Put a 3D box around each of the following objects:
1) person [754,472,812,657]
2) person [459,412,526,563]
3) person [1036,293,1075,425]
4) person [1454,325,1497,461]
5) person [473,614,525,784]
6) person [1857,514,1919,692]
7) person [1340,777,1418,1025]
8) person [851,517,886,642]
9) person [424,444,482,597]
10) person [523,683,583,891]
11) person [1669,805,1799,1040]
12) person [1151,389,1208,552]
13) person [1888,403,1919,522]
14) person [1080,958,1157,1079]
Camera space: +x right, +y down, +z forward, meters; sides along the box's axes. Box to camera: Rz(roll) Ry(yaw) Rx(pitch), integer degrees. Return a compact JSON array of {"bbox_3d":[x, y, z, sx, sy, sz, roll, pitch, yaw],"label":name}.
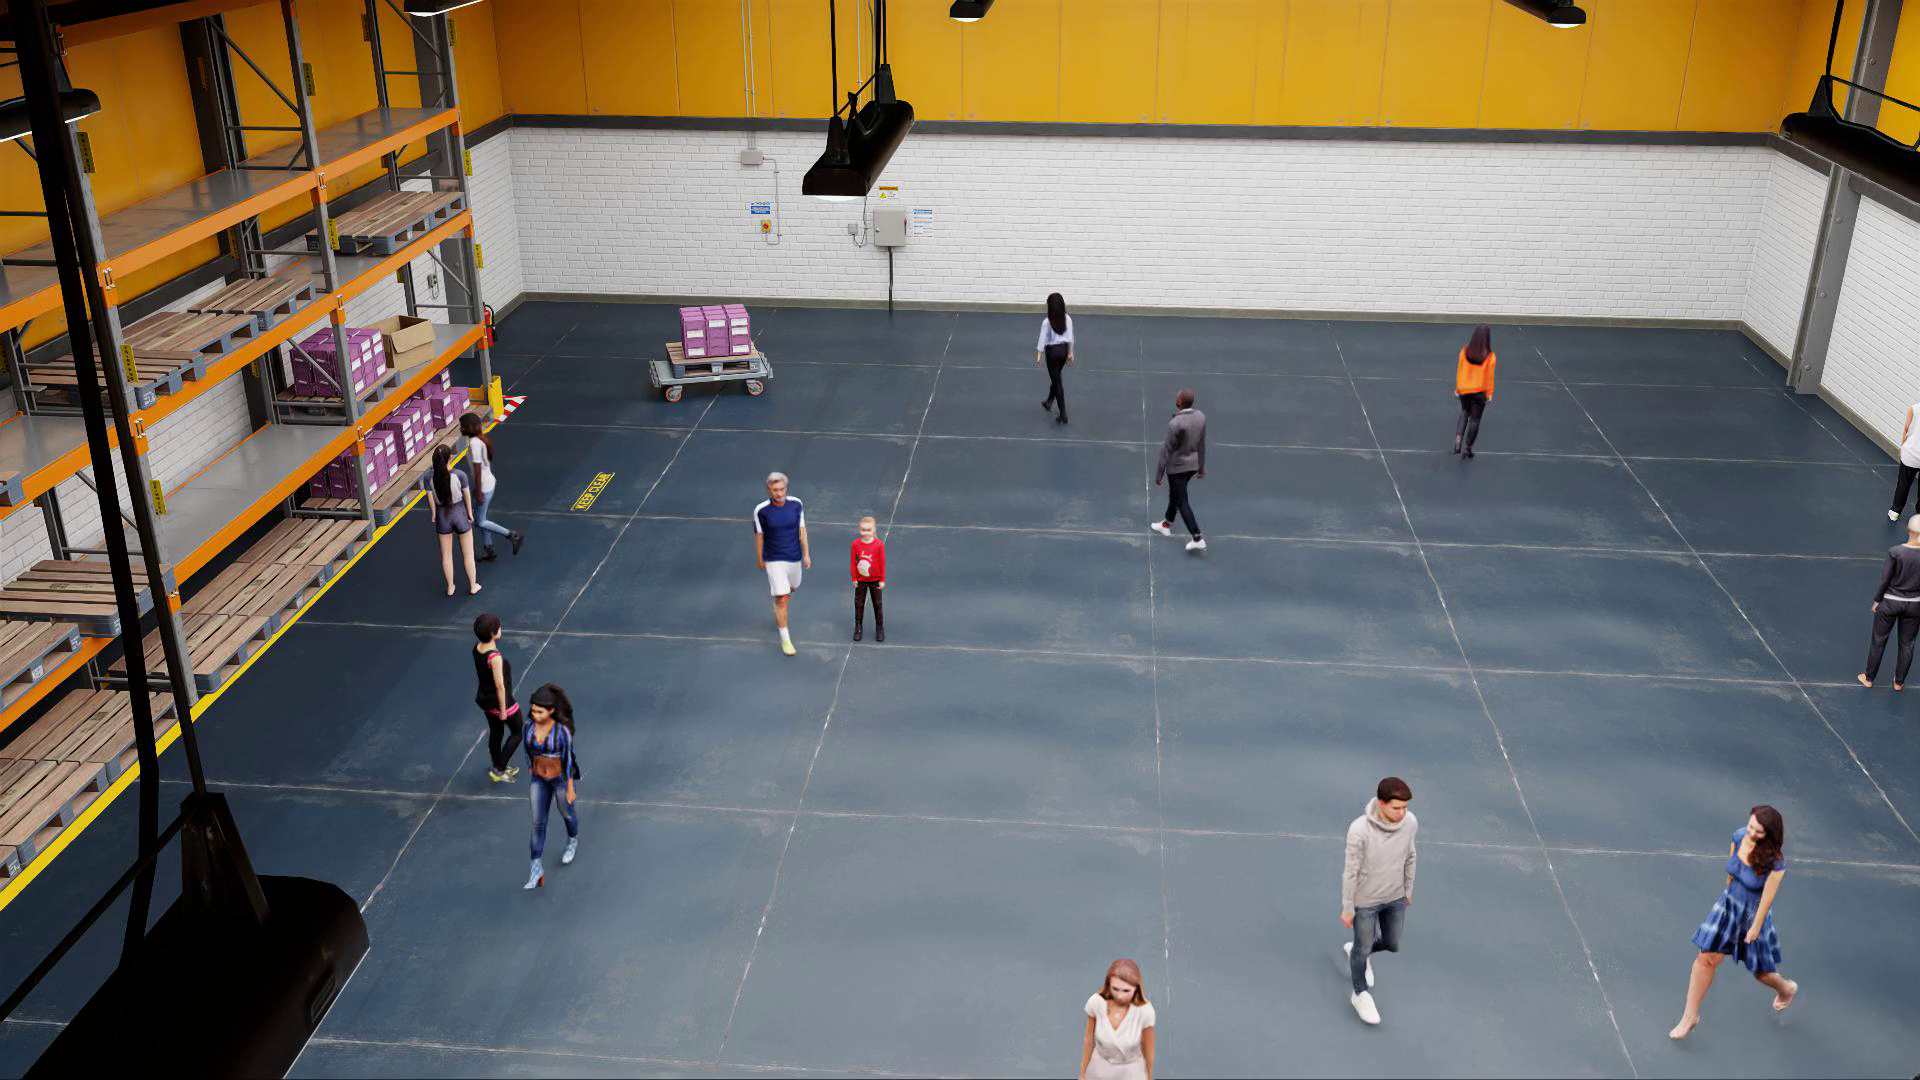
[{"bbox_3d":[-1.740,0.150,16.082,1.042,1.801,1.243,-12,26,-26],"label":"person"},{"bbox_3d":[-5.033,-0.550,17.799,0.828,1.708,0.836,-7,25,-15],"label":"person"},{"bbox_3d":[1.327,-2.369,21.950,1.000,1.717,1.097,-14,27,-30],"label":"person"},{"bbox_3d":[6.334,-1.810,20.644,0.753,1.737,0.801,20,31,38],"label":"person"},{"bbox_3d":[-3.879,1.334,13.694,0.666,1.544,0.720,19,30,37],"label":"person"},{"bbox_3d":[8.623,0.562,15.231,0.637,1.728,0.580,7,24,15],"label":"person"},{"bbox_3d":[2.732,2.312,11.087,0.850,1.841,0.937,-6,24,-14],"label":"person"},{"bbox_3d":[-0.892,0.369,16.230,0.487,1.281,0.482,1,24,2],"label":"person"},{"bbox_3d":[-5.214,-0.208,17.089,0.640,1.651,0.599,-3,24,-8],"label":"person"},{"bbox_3d":[-3.045,1.795,12.586,0.707,1.587,0.963,5,24,11],"label":"person"},{"bbox_3d":[5.144,2.494,10.765,1.023,1.765,1.195,-8,25,-18],"label":"person"},{"bbox_3d":[2.477,-0.731,18.122,1.181,1.781,1.257,-17,29,-34],"label":"person"},{"bbox_3d":[10.937,-1.015,18.889,0.751,1.688,0.749,13,27,27],"label":"person"},{"bbox_3d":[0.923,3.052,9.590,0.663,1.684,0.774,7,25,16],"label":"person"}]
